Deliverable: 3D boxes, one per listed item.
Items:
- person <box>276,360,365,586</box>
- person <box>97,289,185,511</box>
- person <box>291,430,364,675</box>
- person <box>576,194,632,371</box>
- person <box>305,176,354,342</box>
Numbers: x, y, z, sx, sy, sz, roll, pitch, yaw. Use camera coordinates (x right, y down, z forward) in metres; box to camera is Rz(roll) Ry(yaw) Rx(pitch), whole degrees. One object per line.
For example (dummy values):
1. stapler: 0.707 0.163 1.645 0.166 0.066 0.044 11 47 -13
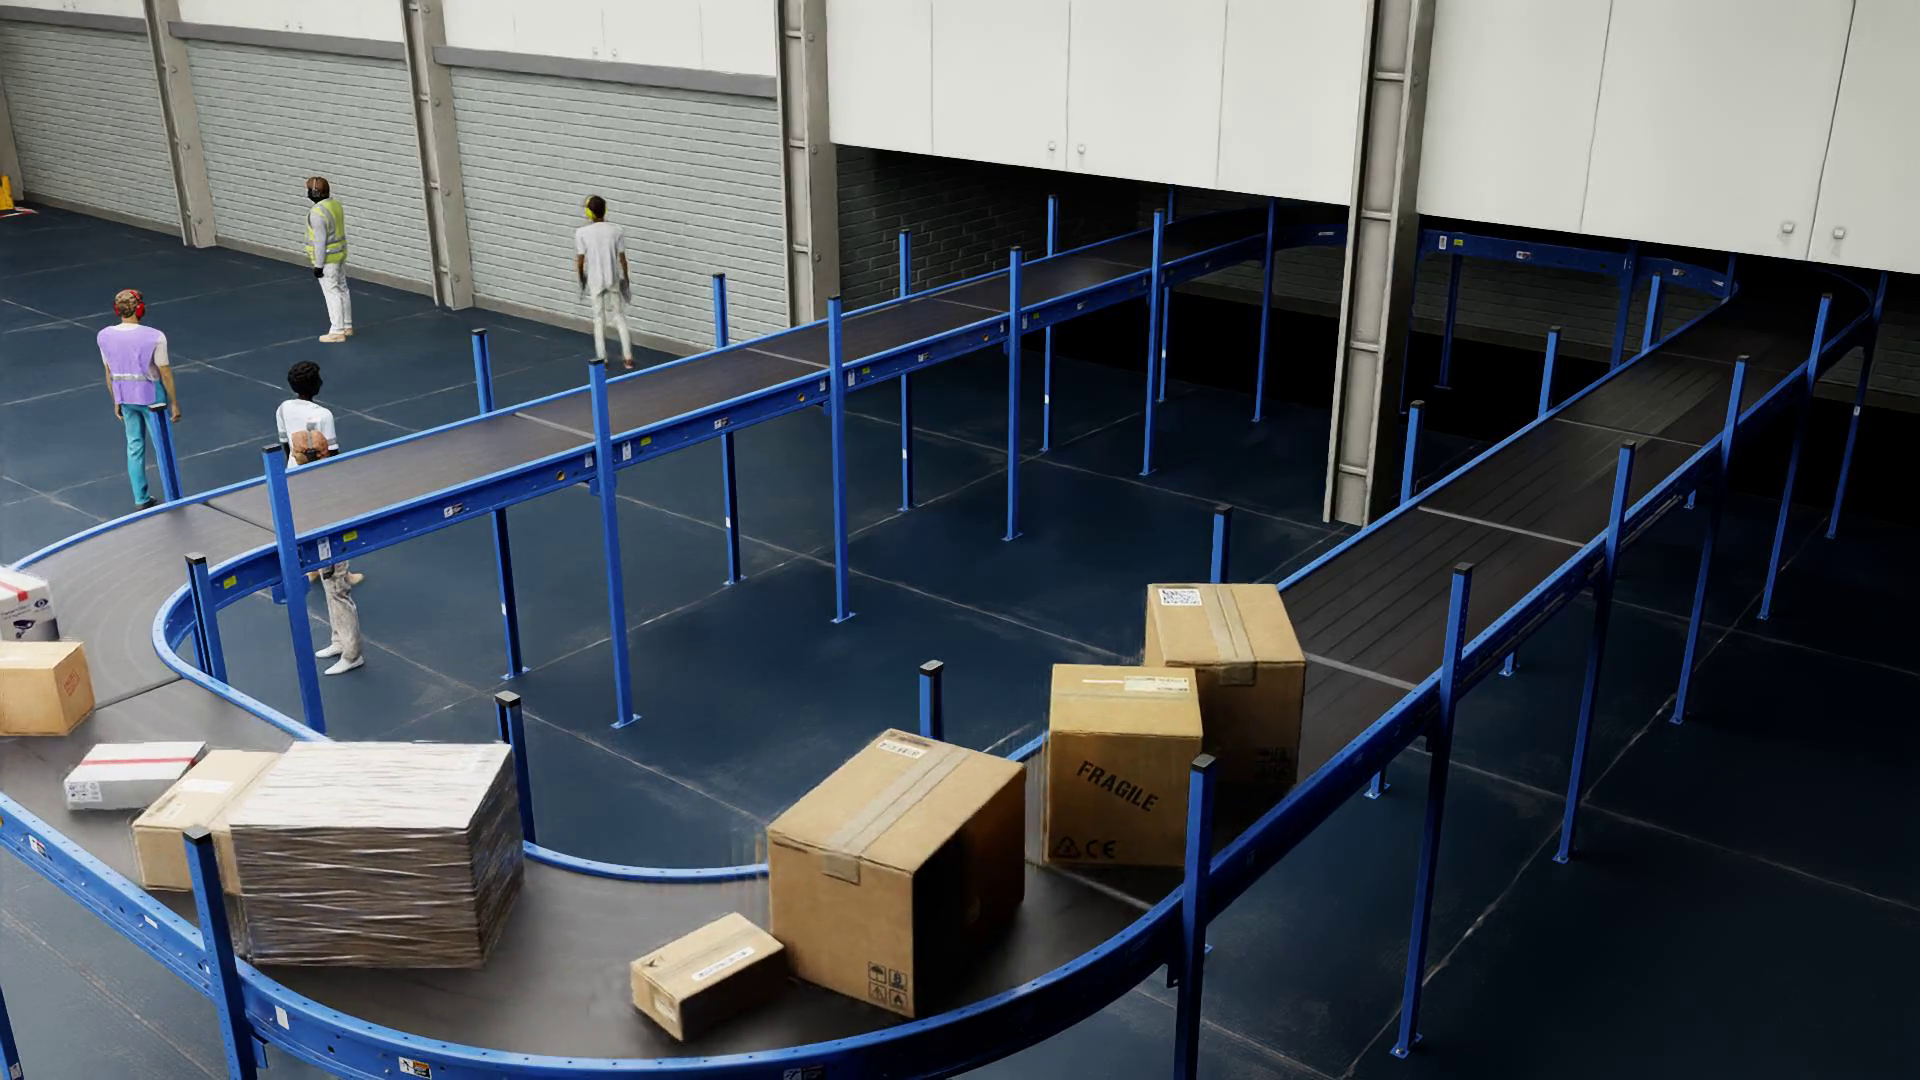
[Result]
1. person: -4.666 -0.471 12.067 0.539 1.695 0.318 11 24 27
2. person: -6.644 -1.113 13.521 0.561 1.834 0.393 2 22 4
3. person: -4.105 0.066 10.781 0.308 1.640 0.510 -11 24 -26
4. person: -3.757 -2.700 17.510 0.546 1.867 0.320 -8 23 -21
5. person: -7.107 -3.153 18.689 0.429 1.844 0.626 1 21 1
